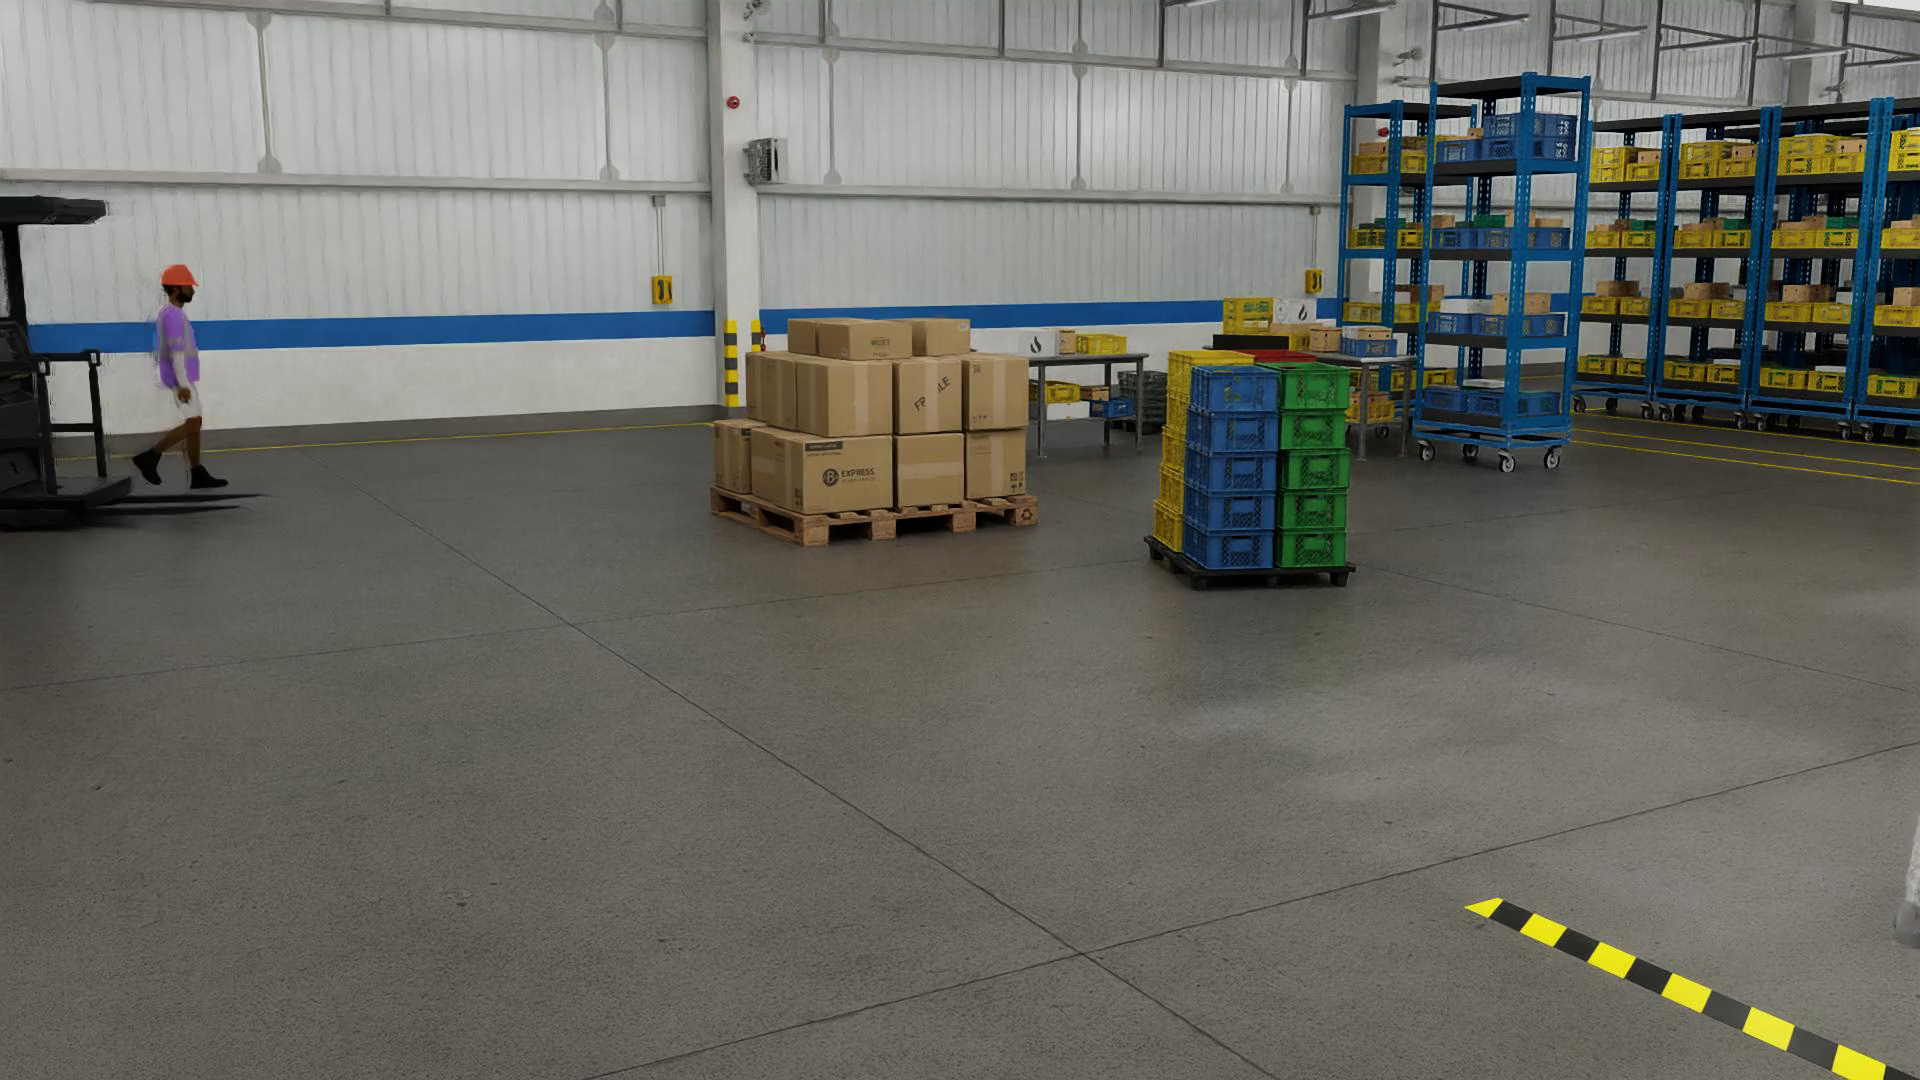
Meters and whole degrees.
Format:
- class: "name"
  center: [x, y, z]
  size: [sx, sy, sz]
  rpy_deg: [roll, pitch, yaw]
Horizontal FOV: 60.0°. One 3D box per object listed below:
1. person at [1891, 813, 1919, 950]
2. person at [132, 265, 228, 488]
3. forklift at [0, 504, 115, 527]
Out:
- class: "person"
  center: [3.023, 0.310, 4.694]
  size: [0.407, 1.906, 0.690]
  rpy_deg: [-4, 11, -23]
- class: "person"
  center: [-6.667, -1.369, 14.133]
  size: [0.630, 1.926, 0.558]
  rpy_deg: [-4, 11, -21]
- class: "forklift"
  center: [-7.544, -1.531, 12.341]
  size: [1.873, 2.768, 1.129]
  rpy_deg: [-1, 10, -7]
